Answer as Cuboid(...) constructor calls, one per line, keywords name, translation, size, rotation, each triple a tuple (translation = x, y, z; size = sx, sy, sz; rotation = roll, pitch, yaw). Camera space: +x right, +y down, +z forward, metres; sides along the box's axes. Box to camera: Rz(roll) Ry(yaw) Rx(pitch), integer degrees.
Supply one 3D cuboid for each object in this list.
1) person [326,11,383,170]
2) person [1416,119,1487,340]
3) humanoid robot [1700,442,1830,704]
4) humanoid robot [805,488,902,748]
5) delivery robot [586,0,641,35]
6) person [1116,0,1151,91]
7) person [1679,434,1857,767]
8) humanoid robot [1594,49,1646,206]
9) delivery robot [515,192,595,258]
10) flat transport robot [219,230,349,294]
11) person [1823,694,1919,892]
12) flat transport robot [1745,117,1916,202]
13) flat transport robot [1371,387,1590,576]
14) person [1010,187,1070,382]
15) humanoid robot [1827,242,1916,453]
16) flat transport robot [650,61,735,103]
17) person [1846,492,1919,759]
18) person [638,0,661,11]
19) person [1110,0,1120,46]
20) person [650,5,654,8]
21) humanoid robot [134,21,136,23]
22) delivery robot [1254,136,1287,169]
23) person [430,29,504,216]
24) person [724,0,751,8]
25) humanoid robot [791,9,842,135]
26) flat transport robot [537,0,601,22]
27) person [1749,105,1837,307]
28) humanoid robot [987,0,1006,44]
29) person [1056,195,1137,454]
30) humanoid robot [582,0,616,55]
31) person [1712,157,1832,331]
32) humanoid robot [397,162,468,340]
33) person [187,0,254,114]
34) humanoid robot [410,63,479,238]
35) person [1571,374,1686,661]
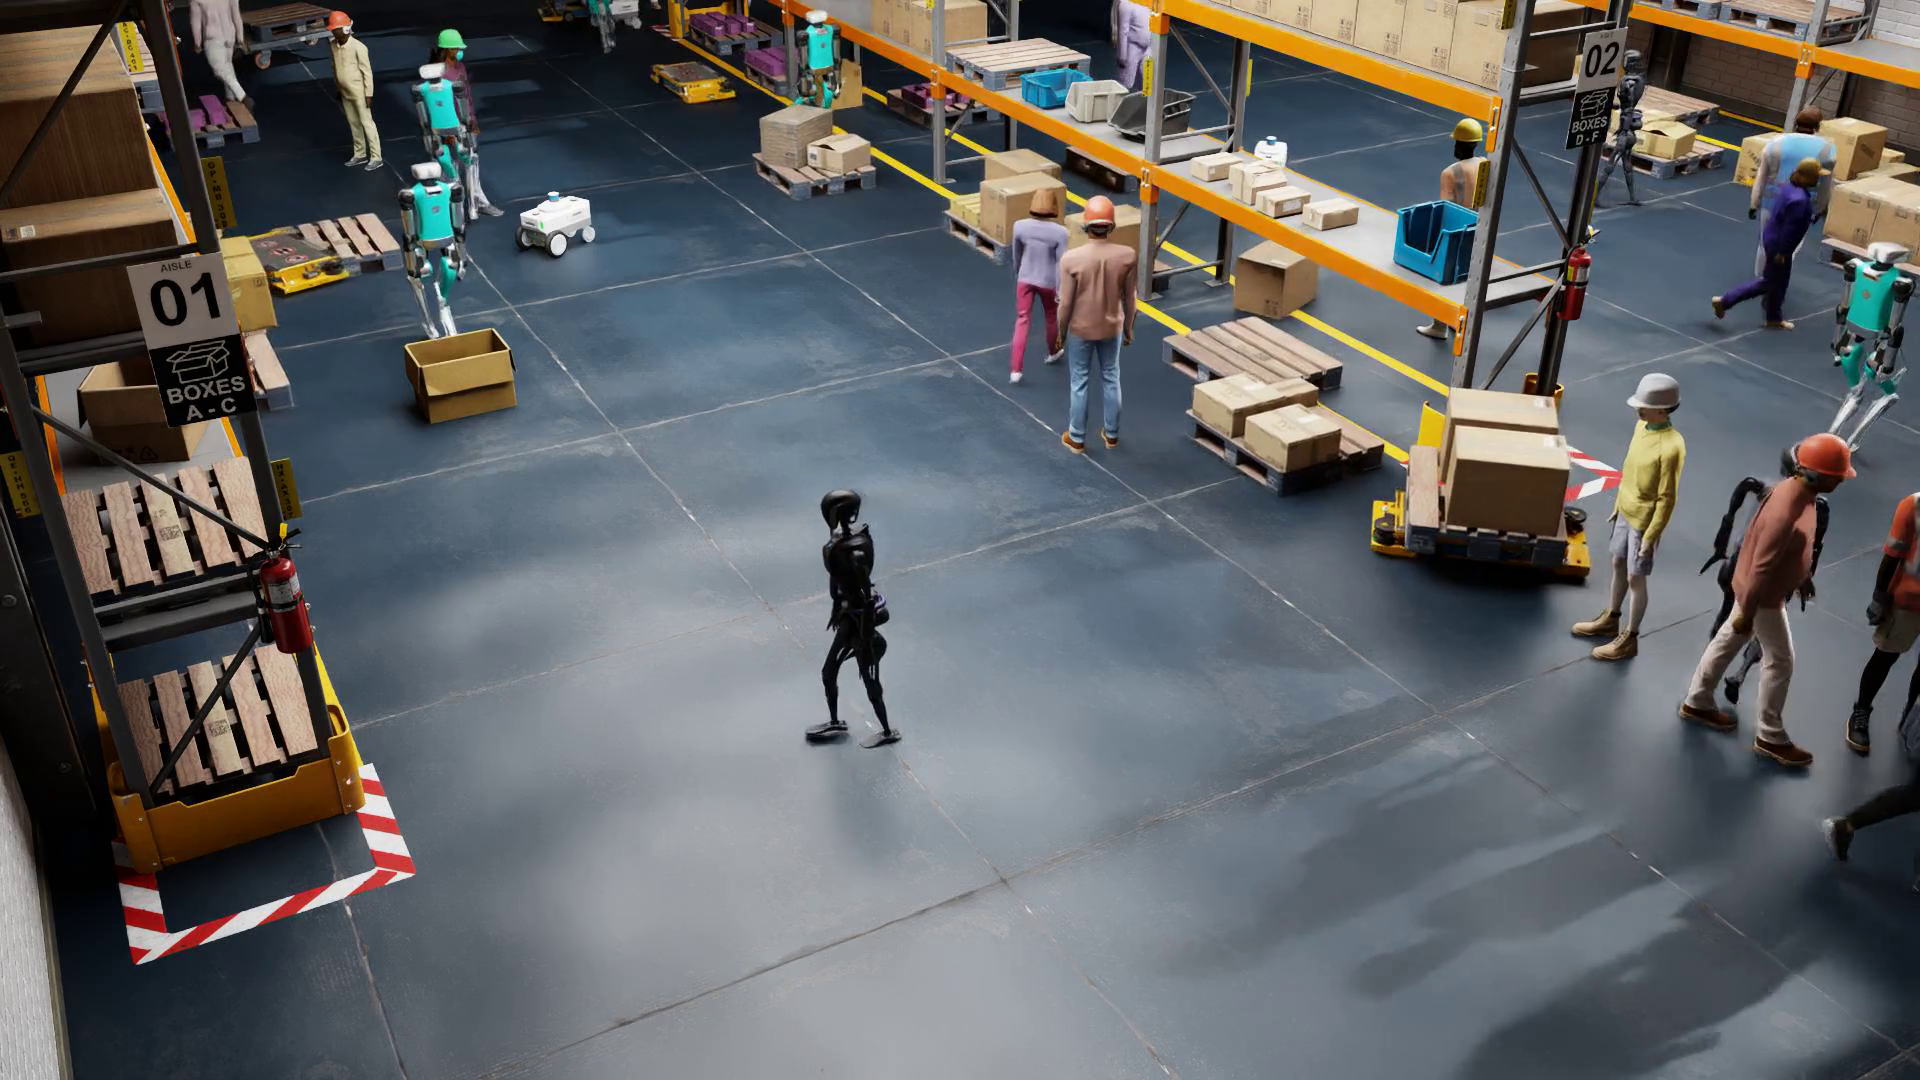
Cuboid(name="person", translation=(-6.843, -5.057, 18.722), size=(0.574, 1.749, 0.334), rotation=(17, 34, 27))
Cuboid(name="person", translation=(4.293, -2.685, 14.422), size=(0.588, 1.926, 0.385), rotation=(-18, 35, -29))
Cuboid(name="humanoid robot", translation=(4.623, 0.185, 9.678), size=(0.602, 1.643, 0.545), rotation=(21, 36, 32))
Cuboid(name="humanoid robot", translation=(-0.604, 0.464, 9.200), size=(0.533, 1.641, 0.603), rotation=(-12, 32, -20))
Cuboid(name="delivery robot", translation=(-5.187, -7.882, 24.861), size=(0.816, 0.613, 0.499), rotation=(-20, 35, -31))
Cuboid(name="person", translation=(2.078, -5.964, 20.179), size=(0.801, 1.881, 0.650), rotation=(20, 36, 31))
Cuboid(name="person", translation=(4.578, 0.304, 9.179), size=(0.857, 1.954, 0.637), rotation=(16, 33, 25))
Cuboid(name="humanoid robot", translation=(7.004, -4.356, 17.604), size=(0.695, 1.630, 0.616), rotation=(9, 31, 15))
Cuboid(name="delivery robot", translation=(-4.047, -3.180, 16.653), size=(0.499, 0.589, 0.782), rotation=(19, 35, 29))
Cuboid(name="flat transport robot", translation=(-6.597, -2.715, 16.136), size=(1.431, 0.231, 0.659), rotation=(26, 39, 37))
Cuboid(name="person", translation=(4.813, 1.021, 8.157), size=(0.676, 1.738, 0.748), rotation=(4, 30, 8))
Cuboid(name="flat transport robot", translation=(9.344, -3.798, 18.021), size=(0.659, 0.231, 1.431), rotation=(-15, 33, -25))
Cuboid(name="flat transport robot", translation=(3.591, -0.061, 11.515), size=(1.431, 0.231, 0.659), rotation=(7, 31, 12))
Cuboid(name="person", translation=(0.642, -2.128, 13.783), size=(0.512, 1.588, 0.801), rotation=(10, 31, 16))
Cuboid(name="humanoid robot", translation=(6.825, -1.379, 12.382), size=(0.764, 1.812, 0.539), rotation=(-14, 33, -23))
Cuboid(name="flat transport robot", translation=(-3.540, -6.046, 21.934), size=(0.659, 0.231, 1.431), rotation=(-15, 33, -25))
Cuboid(name="person", translation=(5.334, 0.332, 9.143), size=(0.605, 1.958, 0.374), rotation=(7, 31, 12))
Cuboid(name="person", translation=(-4.934, -9.176, 25.805), size=(0.621, 1.844, 0.430), rotation=(-13, 32, -22))
Cuboid(name="person", translation=(2.383, -8.065, 23.819), size=(0.580, 1.895, 0.355), rotation=(-24, 37, -35))
Cuboid(name="person", translation=(-4.691, -9.221, 25.970), size=(0.572, 1.748, 0.341), rotation=(-5, 30, -8))
Cuboid(name="humanoid robot", translation=(-11.560, -7.171, 22.511), size=(0.716, 1.631, 0.586), rotation=(23, 37, 34))
Cuboid(name="delivery robot", translation=(3.404, -4.129, 18.309), size=(0.510, 0.594, 0.765), rotation=(7, 31, 11))
Cuboid(name="person", translation=(-5.245, -4.357, 17.337), size=(0.823, 1.924, 0.503), rotation=(6, 31, 11))
Cuboid(name="person", translation=(-3.558, -8.991, 25.504), size=(0.598, 1.815, 0.572), rotation=(-19, 35, -29))
Cuboid(name="humanoid robot", translation=(-1.719, -5.263, 19.130), size=(0.564, 1.754, 0.944), rotation=(-16, 33, -25))
Cuboid(name="flat transport robot", translation=(-5.777, -8.219, 25.717), size=(1.431, 0.231, 0.659), rotation=(-10, 31, -17))
Cuboid(name="person", translation=(7.527, -3.033, 15.142), size=(0.628, 1.817, 0.845), rotation=(19, 35, 29))
Cuboid(name="humanoid robot", translation=(0.641, -7.766, 23.534), size=(0.713, 1.634, 0.602), rotation=(9, 31, 15))
Cuboid(name="person", translation=(1.011, -1.602, 12.468), size=(0.620, 1.991, 0.393), rotation=(-7, 31, -12))
Cuboid(name="humanoid robot", translation=(-5.140, -7.772, 23.489), size=(0.587, 1.781, 0.928), rotation=(-4, 30, -8))
Cuboid(name="person", translation=(7.117, -2.595, 14.586), size=(0.668, 1.596, 0.458), rotation=(9, 31, 16))
Cuboid(name="humanoid robot", translation=(-4.520, -2.406, 14.178), size=(0.549, 1.760, 1.040), rotation=(-19, 35, -30))
Cuboid(name="person", translation=(-9.121, -6.210, 20.572), size=(0.858, 1.912, 0.628), rotation=(20, 35, 30))
Cuboid(name="humanoid robot", translation=(-5.183, -4.027, 16.959), size=(0.579, 1.769, 0.862), rotation=(-5, 30, -9))
Cuboid(name="person", translation=(4.089, -0.135, 10.028), size=(0.412, 1.882, 0.473), rotation=(-3, 30, -5))
